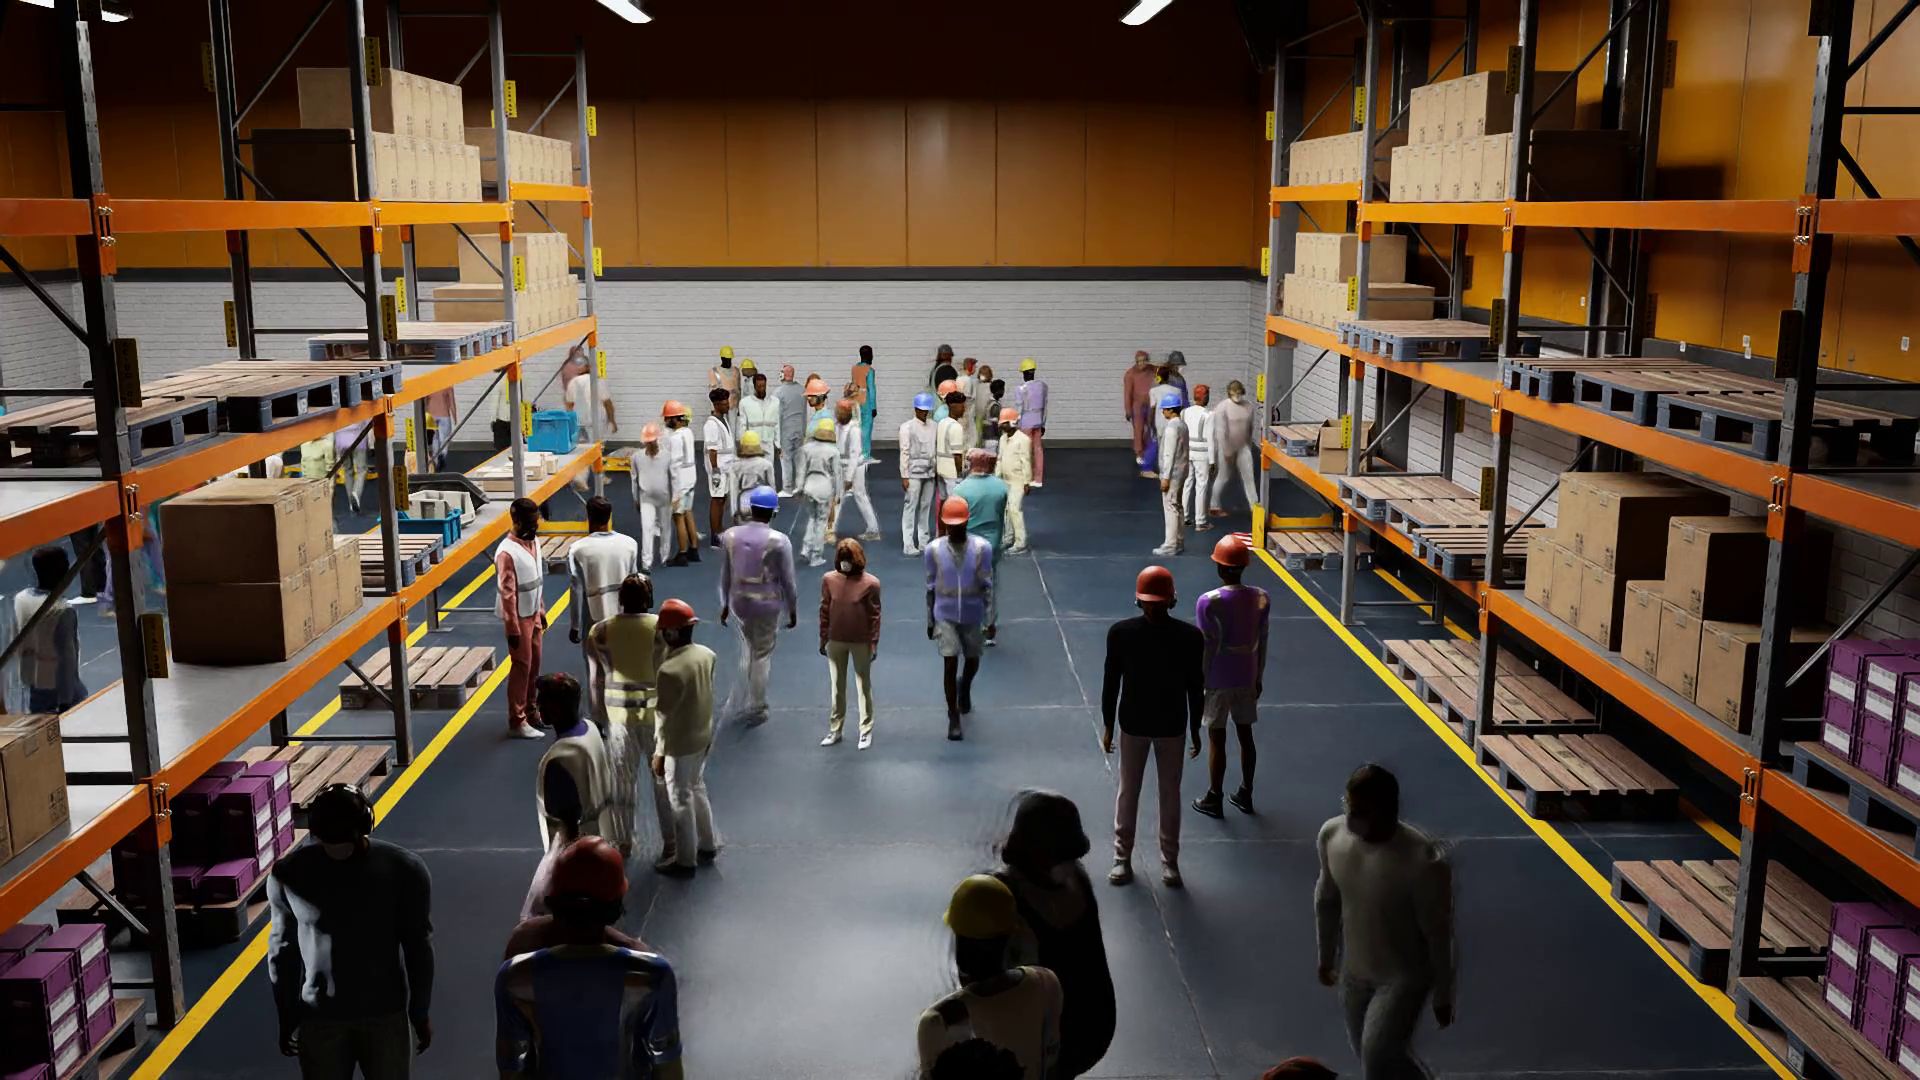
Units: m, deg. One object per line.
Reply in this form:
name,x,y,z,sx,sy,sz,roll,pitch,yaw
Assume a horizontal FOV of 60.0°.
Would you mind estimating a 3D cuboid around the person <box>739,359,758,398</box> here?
person,-3.356,-2.023,26.541,0.320,1.738,0.484,-1,11,-7

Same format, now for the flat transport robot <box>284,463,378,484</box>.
flat transport robot,-9.639,-1.035,25.274,1.431,0.197,0.652,4,12,18

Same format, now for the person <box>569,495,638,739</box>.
person,-2.757,0.605,12.952,0.597,1.907,0.404,-11,16,-43

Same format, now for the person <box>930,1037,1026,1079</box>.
person,-0.041,2.266,4.517,0.646,1.932,0.608,11,16,44

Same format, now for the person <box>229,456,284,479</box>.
person,-7.287,-0.235,17.337,0.562,1.835,0.384,-11,15,-43

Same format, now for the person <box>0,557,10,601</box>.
person,-10.171,-0.137,17.355,0.507,1.621,0.362,7,13,32

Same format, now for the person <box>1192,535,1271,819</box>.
person,1.816,0.922,11.260,0.545,1.942,0.354,-5,12,-22

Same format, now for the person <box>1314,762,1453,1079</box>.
person,1.856,1.794,7.036,0.804,1.901,0.649,-8,14,-36

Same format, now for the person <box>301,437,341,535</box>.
person,-7.496,-0.617,19.440,0.525,1.760,0.334,6,13,27

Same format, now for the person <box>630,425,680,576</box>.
person,-3.453,-0.469,18.865,0.556,1.691,0.942,-1,11,-5

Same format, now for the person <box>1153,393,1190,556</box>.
person,2.535,-0.785,19.845,0.419,1.933,0.618,4,12,21

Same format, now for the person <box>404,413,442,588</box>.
person,-5.839,-0.432,18.125,0.407,1.917,0.583,-3,12,-15

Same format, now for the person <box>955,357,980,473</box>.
person,0.075,-1.917,25.787,0.445,1.822,0.589,-4,12,-18

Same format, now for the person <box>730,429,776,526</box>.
person,-2.269,-0.343,18.170,0.492,1.719,0.787,1,11,6

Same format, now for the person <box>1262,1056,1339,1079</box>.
person,0.874,2.297,4.507,0.584,1.883,0.337,8,14,35

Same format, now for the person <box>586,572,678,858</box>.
person,-2.020,1.113,10.554,0.619,1.845,0.430,0,11,1

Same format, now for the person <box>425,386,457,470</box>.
person,-8.203,-1.952,26.135,0.537,1.746,0.541,-1,11,-5

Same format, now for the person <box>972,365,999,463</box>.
person,0.404,-2.006,26.727,0.520,1.629,0.297,9,14,37

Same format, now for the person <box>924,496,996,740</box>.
person,0.000,0.573,13.082,0.566,1.908,0.668,0,11,-2

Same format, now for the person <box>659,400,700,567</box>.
person,-3.250,-0.656,19.210,0.386,1.929,0.552,2,11,10

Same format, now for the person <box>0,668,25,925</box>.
person,-5.555,1.277,9.229,0.536,2.000,0.676,8,14,34

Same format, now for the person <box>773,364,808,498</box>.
person,-2.456,-1.557,23.777,0.401,1.907,0.648,9,15,40

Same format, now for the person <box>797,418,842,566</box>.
person,-1.603,-0.555,19.220,0.523,1.710,0.421,5,12,24

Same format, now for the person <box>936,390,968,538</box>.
person,-0.096,-0.806,19.866,0.371,1.963,0.608,-4,12,-21

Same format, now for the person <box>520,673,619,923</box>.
person,-1.986,1.551,8.381,0.504,1.829,0.577,2,11,10

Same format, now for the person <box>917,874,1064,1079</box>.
person,0.081,2.053,5.622,0.588,1.927,0.366,-10,15,-40

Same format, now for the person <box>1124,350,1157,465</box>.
person,2.937,-2.137,26.806,0.691,1.863,0.586,-4,12,-19

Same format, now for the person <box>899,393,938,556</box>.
person,-0.469,-0.791,19.837,0.397,1.943,0.614,10,15,42

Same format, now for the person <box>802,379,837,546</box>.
person,-1.725,-0.947,20.376,0.390,2.041,0.614,-3,12,-15

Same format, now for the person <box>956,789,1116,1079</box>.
person,0.275,1.841,6.402,0.985,2.000,0.689,8,14,33

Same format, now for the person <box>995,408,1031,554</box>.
person,0.623,-0.719,19.999,0.388,1.735,0.570,-6,13,-28

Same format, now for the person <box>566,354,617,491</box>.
person,-5.479,-1.765,24.484,0.697,2.000,0.925,6,13,27

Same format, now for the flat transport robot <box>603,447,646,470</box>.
flat transport robot,-5.261,-1.304,26.626,0.652,0.197,1.431,1,11,3

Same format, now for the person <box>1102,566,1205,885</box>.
person,1.170,1.125,10.106,0.623,1.992,0.396,1,11,6

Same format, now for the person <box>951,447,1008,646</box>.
person,0.140,0.065,15.678,0.655,1.890,0.444,-7,13,-33

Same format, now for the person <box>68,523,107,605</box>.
person,-9.187,-0.285,17.342,0.374,1.928,0.584,1,11,3

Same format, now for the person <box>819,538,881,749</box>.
person,-0.844,0.785,12.718,0.499,1.634,0.289,3,12,17

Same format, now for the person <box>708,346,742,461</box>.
person,-3.772,-2.183,26.895,0.592,1.918,0.400,-9,14,-37

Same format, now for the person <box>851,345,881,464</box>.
person,-1.550,-2.195,26.945,0.376,1.917,0.600,-8,14,-35

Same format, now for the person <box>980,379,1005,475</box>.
person,0.459,-1.471,23.901,0.369,1.687,0.589,-1,11,-6

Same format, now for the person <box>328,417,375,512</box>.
person,-8.236,-1.299,22.466,0.594,1.911,0.681,-1,11,-7

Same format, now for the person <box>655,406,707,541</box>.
person,-3.544,-0.837,20.760,0.914,1.671,0.542,11,16,44

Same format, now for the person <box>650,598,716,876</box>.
person,-1.720,1.217,10.271,0.342,1.746,0.573,4,12,20

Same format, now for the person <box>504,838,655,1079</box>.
person,-1.303,1.985,5.931,0.627,1.941,0.371,5,12,25

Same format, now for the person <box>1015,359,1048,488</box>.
person,1.025,-1.705,24.474,0.587,1.926,0.368,-8,14,-36

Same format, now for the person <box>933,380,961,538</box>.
person,-0.163,-1.009,20.805,0.381,1.994,0.622,1,11,5

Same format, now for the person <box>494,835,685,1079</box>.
person,-1.236,1.989,5.650,0.613,2.041,0.393,0,11,-2

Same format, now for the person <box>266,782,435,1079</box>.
person,-2.381,1.862,6.552,0.628,1.940,0.373,-2,11,-9

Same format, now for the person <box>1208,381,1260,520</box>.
person,3.652,-1.173,21.961,0.648,1.884,0.783,-6,13,-27

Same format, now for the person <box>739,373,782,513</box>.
person,-2.704,-1.302,22.470,0.597,1.916,0.371,-7,13,-30

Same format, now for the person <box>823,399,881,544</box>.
person,-1.393,-0.841,20.410,0.971,1.813,0.643,-7,13,-32

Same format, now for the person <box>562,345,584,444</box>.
person,-6.300,-2.249,27.275,0.394,1.896,0.712,-4,12,-21

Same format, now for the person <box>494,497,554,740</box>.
person,-3.400,0.604,12.948,0.408,1.909,0.593,1,11,7

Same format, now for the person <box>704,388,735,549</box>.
person,-2.912,-0.874,20.202,0.361,1.965,0.613,1,11,4

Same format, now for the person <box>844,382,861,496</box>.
person,-1.581,-1.454,23.964,0.314,1.633,0.521,6,13,28

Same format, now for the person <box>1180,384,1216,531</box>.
person,3.055,-1.062,21.385,0.354,1.876,0.573,-9,14,-38

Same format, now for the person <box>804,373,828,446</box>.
person,-2.265,-1.741,25.426,0.510,1.621,0.319,-1,11,-7

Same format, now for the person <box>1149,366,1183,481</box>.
person,3.048,-1.649,24.480,0.570,1.802,0.969,1,11,4

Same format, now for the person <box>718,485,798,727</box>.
person,-1.569,0.508,13.388,0.631,1.917,0.740,4,12,21

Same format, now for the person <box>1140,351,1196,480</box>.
person,3.215,-1.918,25.250,1.063,2.000,0.691,9,14,37
